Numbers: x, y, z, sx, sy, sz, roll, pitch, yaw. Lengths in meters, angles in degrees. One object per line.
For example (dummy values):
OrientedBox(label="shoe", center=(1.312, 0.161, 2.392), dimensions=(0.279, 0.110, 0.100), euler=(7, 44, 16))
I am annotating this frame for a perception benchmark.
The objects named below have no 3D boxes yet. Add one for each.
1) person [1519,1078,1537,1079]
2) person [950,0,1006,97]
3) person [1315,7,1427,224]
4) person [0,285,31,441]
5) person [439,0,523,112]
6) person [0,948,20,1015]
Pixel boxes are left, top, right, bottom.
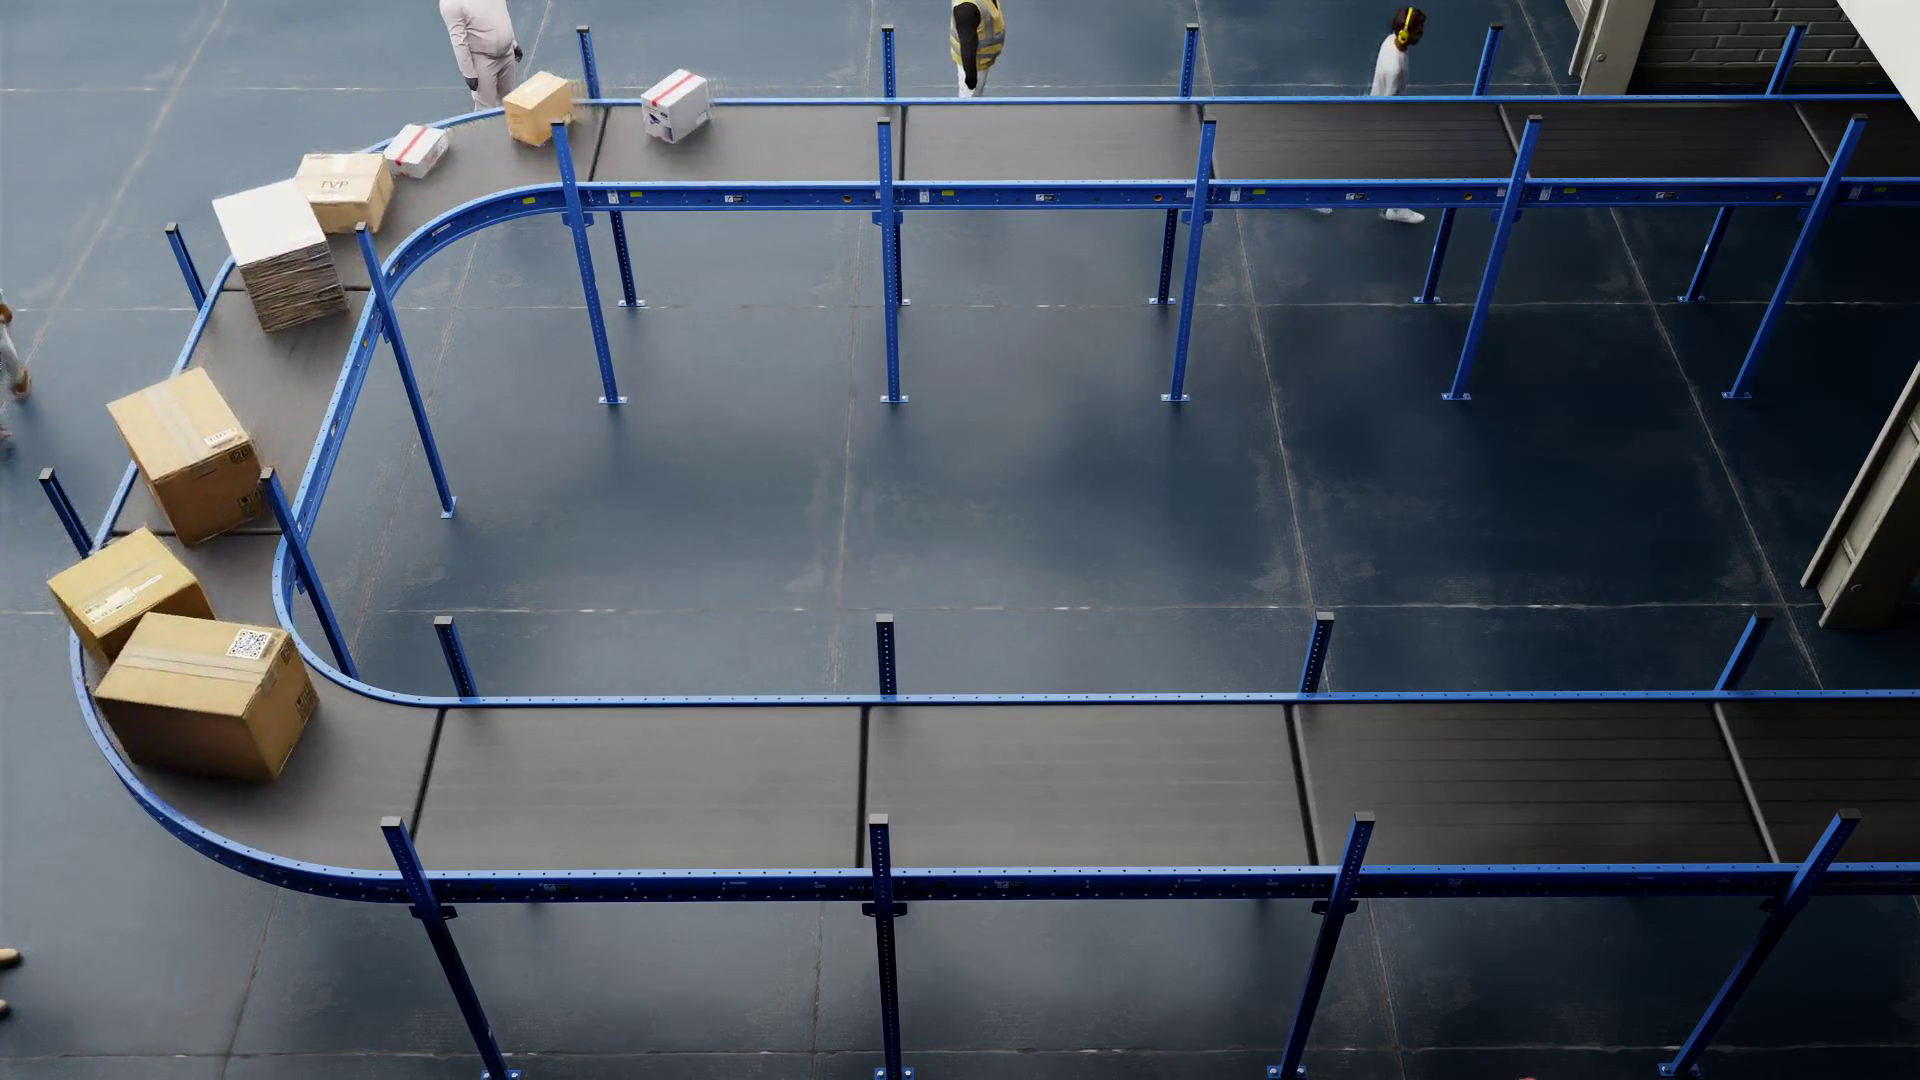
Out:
OrientedBox(label="person", center=(2.203, 2.826, 7.358), dimensions=(1.012, 1.889, 0.550), euler=(-3, 47, -3))
OrientedBox(label="person", center=(0.144, -3.841, 13.605), dimensions=(0.429, 1.840, 0.627), euler=(8, 47, 7))
OrientedBox(label="person", center=(3.172, -3.205, 13.026), dimensions=(0.944, 1.825, 0.532), euler=(11, 48, 10))
OrientedBox(label="person", center=(-6.657, -1.531, 11.397), dimensions=(0.615, 1.922, 0.872), euler=(-16, 49, -15))
OrientedBox(label="person", center=(-3.688, -3.810, 13.531), dimensions=(0.408, 1.909, 0.638), euler=(20, 50, 17))
OrientedBox(label="person", center=(-5.123, 1.761, 8.471), dimensions=(0.320, 1.695, 0.537), euler=(-5, 47, -5))
